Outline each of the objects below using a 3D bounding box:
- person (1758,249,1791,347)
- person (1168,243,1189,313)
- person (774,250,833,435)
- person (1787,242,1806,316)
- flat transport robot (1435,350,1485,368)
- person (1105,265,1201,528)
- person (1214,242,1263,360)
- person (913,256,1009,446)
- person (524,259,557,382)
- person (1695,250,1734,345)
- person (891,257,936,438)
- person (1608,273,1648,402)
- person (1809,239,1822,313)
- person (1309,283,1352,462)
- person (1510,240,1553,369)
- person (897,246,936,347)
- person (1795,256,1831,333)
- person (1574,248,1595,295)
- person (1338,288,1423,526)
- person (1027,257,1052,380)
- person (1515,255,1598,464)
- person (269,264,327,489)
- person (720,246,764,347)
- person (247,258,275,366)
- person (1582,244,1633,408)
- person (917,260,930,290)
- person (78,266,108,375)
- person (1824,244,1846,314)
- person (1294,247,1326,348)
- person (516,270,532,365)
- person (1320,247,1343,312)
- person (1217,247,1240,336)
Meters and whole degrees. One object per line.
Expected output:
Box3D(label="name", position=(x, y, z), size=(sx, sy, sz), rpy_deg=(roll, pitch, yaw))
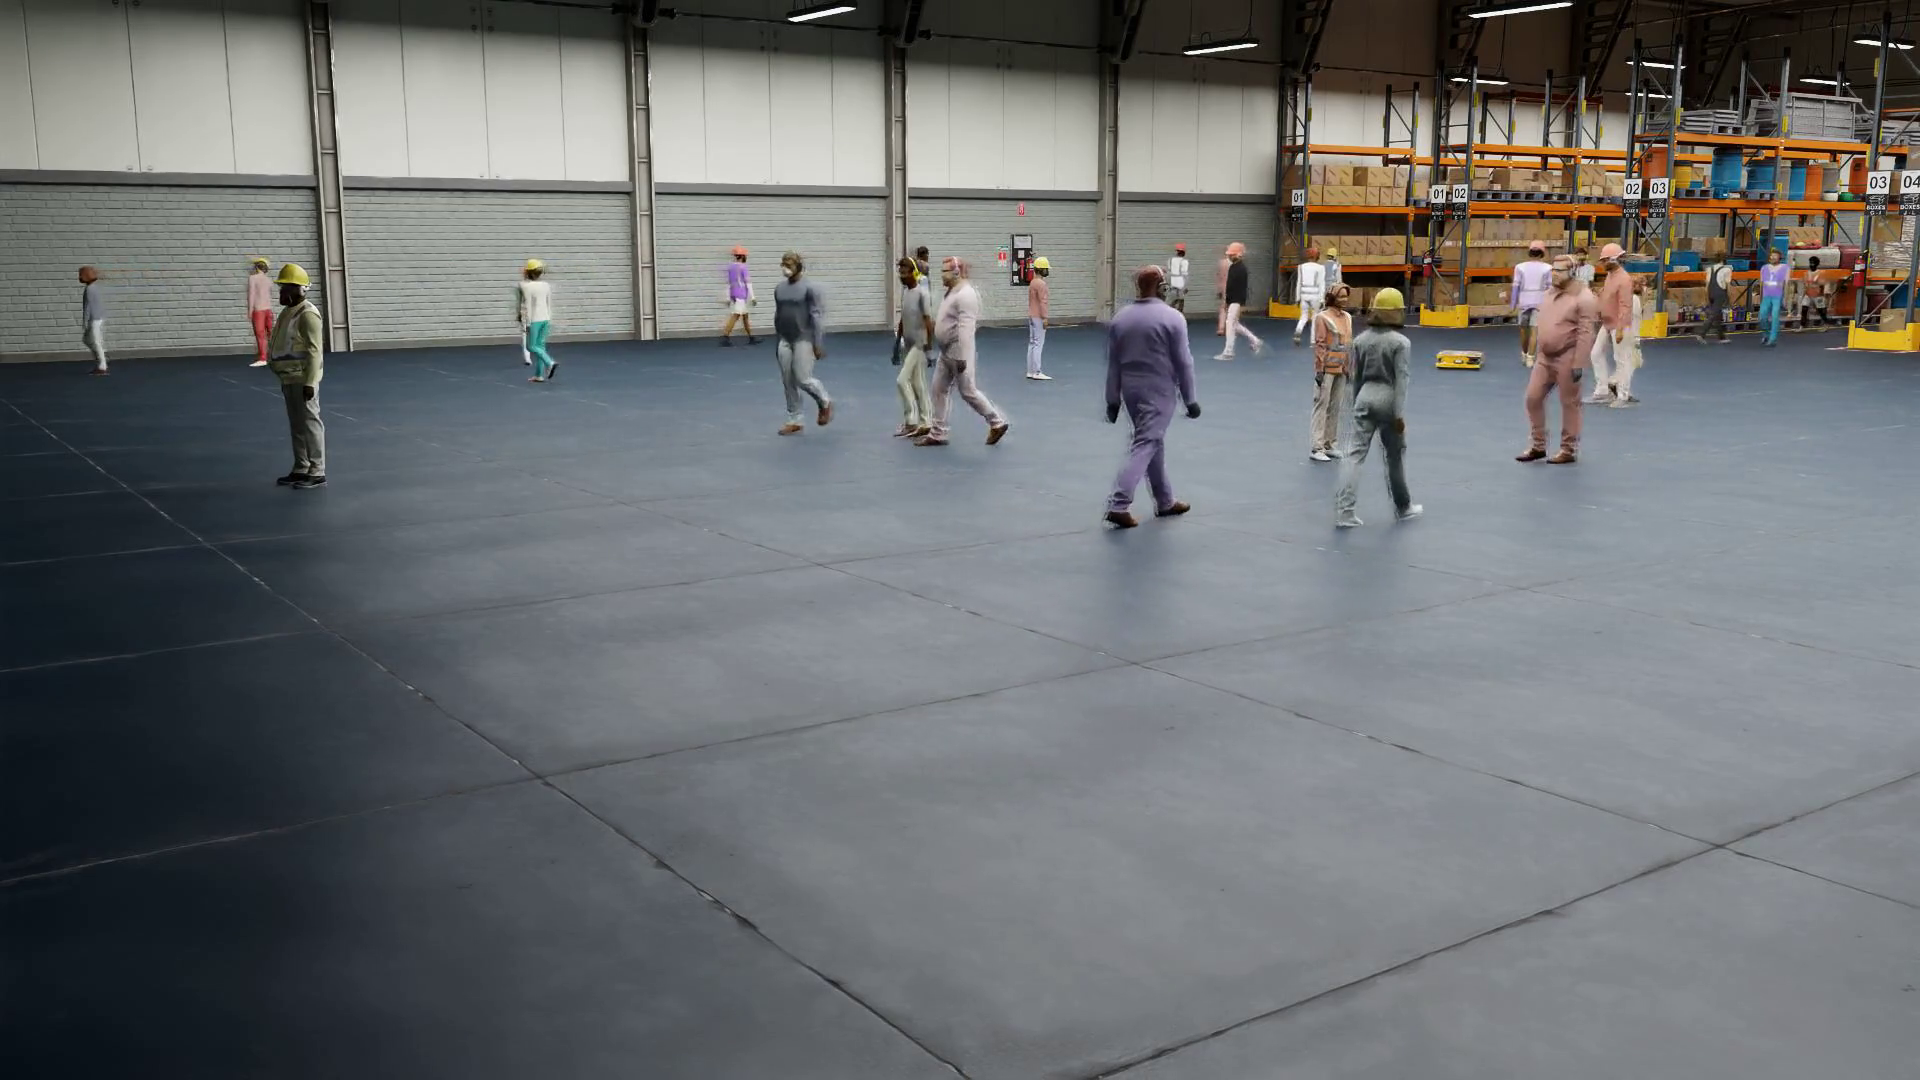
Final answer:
Box3D(label="person", position=(15.270, -4.544, 31.236), size=(0.445, 1.831, 0.560), rpy_deg=(-9, 14, -42))
Box3D(label="person", position=(5.058, -5.914, 38.503), size=(0.464, 1.921, 0.570), rpy_deg=(-10, 14, -44))
Box3D(label="person", position=(-1.651, -2.059, 17.360), size=(0.643, 1.921, 0.607), rpy_deg=(8, 13, 39))
Box3D(label="person", position=(21.292, -6.597, 42.262), size=(0.396, 1.922, 0.592), rpy_deg=(-7, 12, -34))
Box3D(label="flat transport robot", position=(7.925, -2.863, 26.310), size=(0.652, 0.197, 1.431), rpy_deg=(4, 11, 21))
Box3D(label="person", position=(1.362, -1.028, 11.932), size=(1.011, 1.865, 0.639), rpy_deg=(-9, 14, -40))
Box3D(label="person", position=(4.694, -3.994, 27.861), size=(0.811, 1.968, 0.626), rpy_deg=(-1, 10, -7))
Box3D(label="person", position=(0.025, -1.847, 16.364), size=(0.900, 1.879, 0.658), rpy_deg=(-3, 11, -18))
Box3D(label="person", position=(-5.932, -3.094, 23.519), size=(0.554, 1.752, 0.530), rpy_deg=(6, 12, 28))
Box3D(label="person", position=(14.422, -4.619, 31.746), size=(0.948, 1.805, 0.508), rpy_deg=(-4, 11, -23))
Box3D(label="person", position=(-0.545, -1.951, 16.976), size=(0.660, 1.843, 0.575), rpy_deg=(-5, 11, -26))
Box3D(label="person", position=(8.351, -2.513, 20.721), size=(0.389, 1.613, 0.501), rpy_deg=(4, 11, 23))
Box3D(label="person", position=(22.991, -7.117, 44.868), size=(0.931, 2.014, 0.620), rpy_deg=(-8, 13, -38))
Box3D(label="person", position=(3.436, -1.550, 15.358), size=(0.523, 1.638, 0.310), rpy_deg=(-10, 14, -44))
Box3D(label="person", position=(9.078, -3.721, 26.293), size=(0.646, 1.987, 1.048), rpy_deg=(5, 11, 25))
Box3D(label="person", position=(-0.798, -4.471, 30.680), size=(0.750, 1.893, 0.590), rpy_deg=(-5, 12, -26))
Box3D(label="person", position=(18.331, -5.245, 35.579), size=(0.865, 1.658, 0.536), rpy_deg=(-5, 11, -24))
Box3D(label="person", position=(11.431, -4.444, 30.662), size=(0.512, 1.852, 0.571), rpy_deg=(3, 11, 18))
Box3D(label="person", position=(3.019, -0.950, 11.905), size=(0.892, 1.689, 0.501), rpy_deg=(-9, 14, -42))
Box3D(label="person", position=(1.162, -3.201, 24.062), size=(0.326, 1.767, 0.533), rpy_deg=(-3, 11, -16))
Box3D(label="person", position=(5.359, -1.621, 15.043), size=(0.657, 1.887, 0.673), rpy_deg=(-5, 11, -26))
Box3D(label="person", position=(-5.446, -1.340, 13.669), size=(0.404, 1.836, 0.590), rpy_deg=(-10, 14, -42))
Box3D(label="person", position=(-4.163, -4.589, 31.363), size=(1.011, 1.892, 0.546), rpy_deg=(-8, 13, -37))
Box3D(label="person", position=(-11.157, -3.634, 26.583), size=(0.331, 1.719, 0.638), rpy_deg=(4, 11, 19))
Box3D(label="person", position=(7.845, -2.577, 20.080), size=(0.577, 1.963, 0.719), rpy_deg=(0, 10, -2))
Box3D(label="person", position=(-0.723, -4.172, 29.727), size=(0.311, 1.642, 0.512), rpy_deg=(-8, 13, -38))
Box3D(label="person", position=(-12.975, -3.267, 24.830), size=(0.357, 1.620, 0.501), rpy_deg=(-4, 11, -20))
Box3D(label="person", position=(21.822, -6.443, 41.555), size=(1.010, 1.870, 0.672), rpy_deg=(-9, 14, -41))
Box3D(label="person", position=(6.481, -4.484, 30.824), size=(0.591, 1.864, 0.652), rpy_deg=(9, 13, 39))
Box3D(label="person", position=(-6.907, -3.621, 26.830), size=(0.530, 1.596, 0.851), rpy_deg=(-1, 10, -4))
Box3D(label="person", position=(8.421, -5.750, 37.895), size=(0.536, 1.817, 0.598), rpy_deg=(-9, 14, -41))
Box3D(label="person", position=(5.730, -5.178, 34.607), size=(0.868, 1.875, 0.651), rpy_deg=(-2, 11, -11))
